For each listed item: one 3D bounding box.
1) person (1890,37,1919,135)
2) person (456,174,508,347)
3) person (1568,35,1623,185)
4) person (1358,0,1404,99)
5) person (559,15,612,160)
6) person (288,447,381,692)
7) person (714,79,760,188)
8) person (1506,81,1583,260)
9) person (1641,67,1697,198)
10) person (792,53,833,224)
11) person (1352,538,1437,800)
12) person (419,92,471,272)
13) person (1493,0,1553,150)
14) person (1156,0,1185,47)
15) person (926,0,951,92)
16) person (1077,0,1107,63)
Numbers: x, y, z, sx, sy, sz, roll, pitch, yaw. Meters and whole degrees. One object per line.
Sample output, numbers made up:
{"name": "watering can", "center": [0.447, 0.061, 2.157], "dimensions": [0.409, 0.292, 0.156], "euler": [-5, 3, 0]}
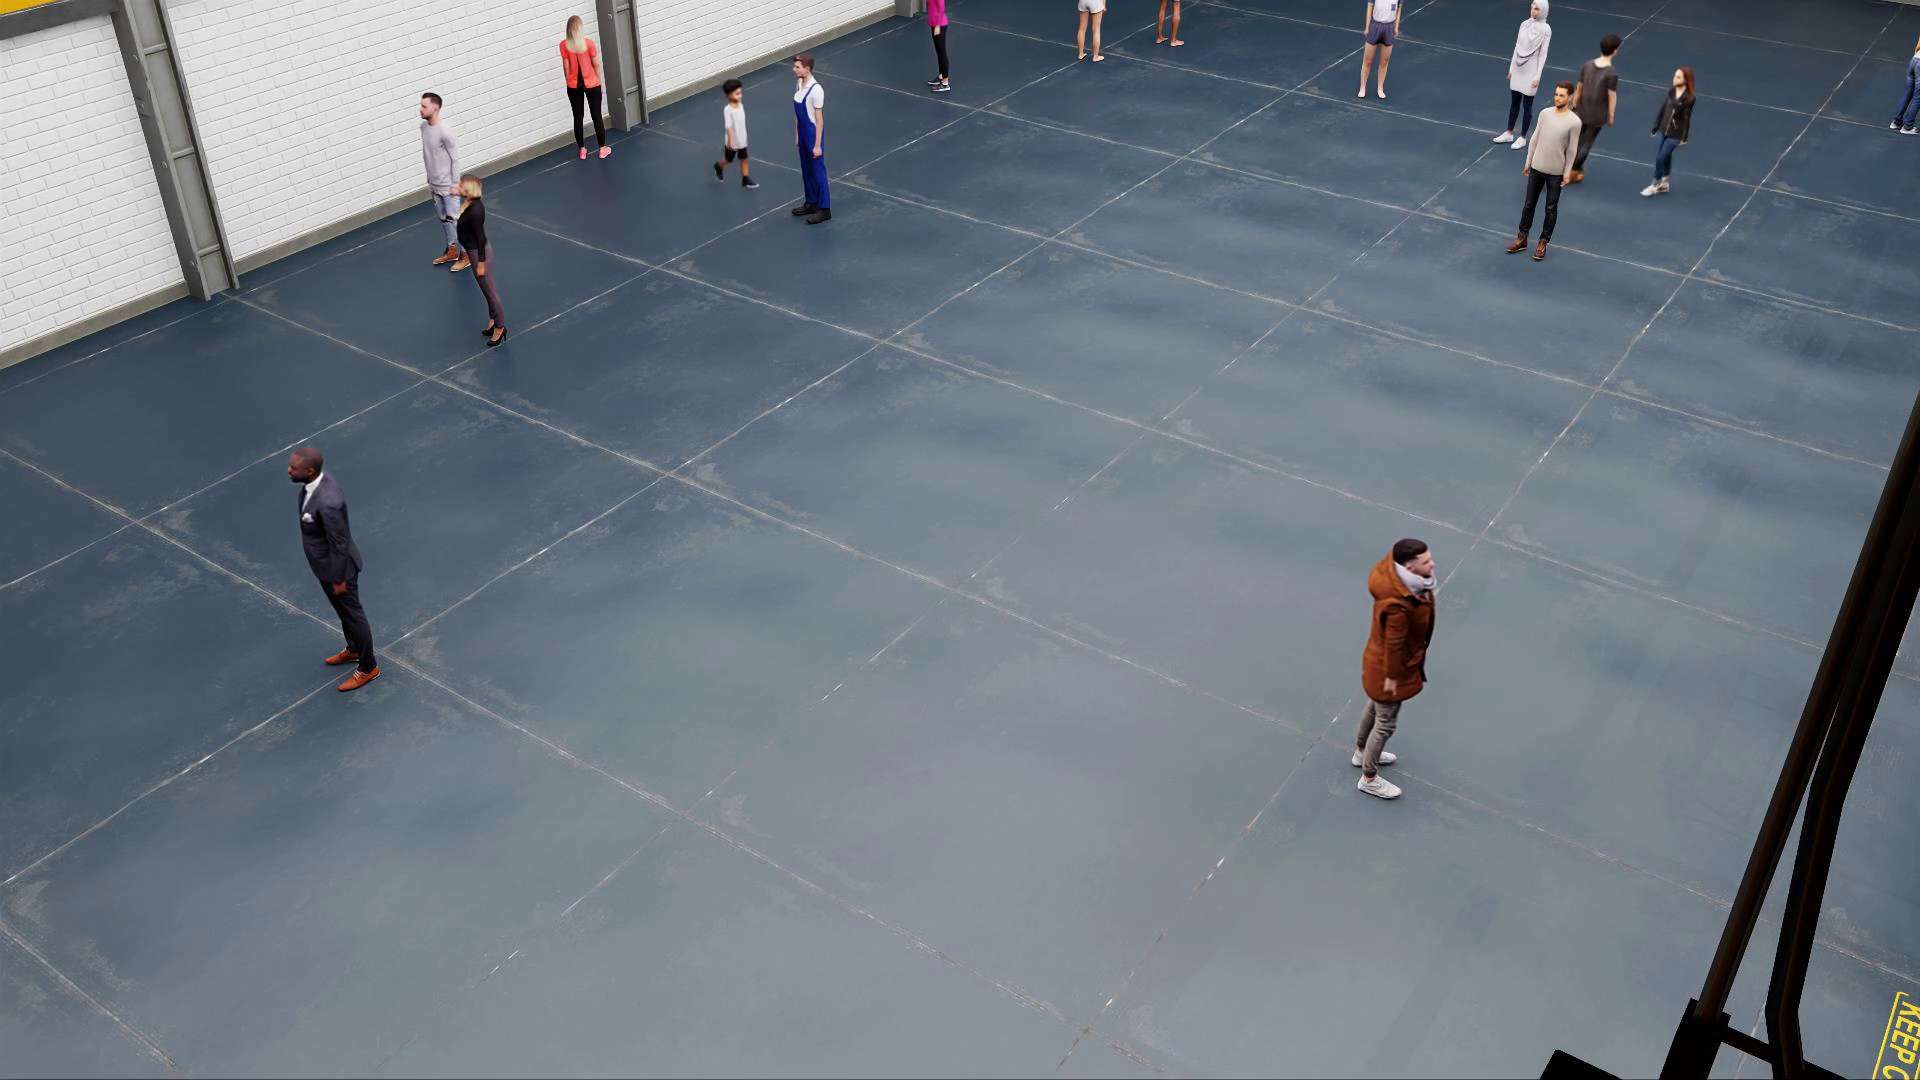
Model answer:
{"name": "person", "center": [11.888, -5.833, 20.540], "dimensions": [0.687, 1.562, 0.628], "euler": [-6, 34, -9]}
{"name": "person", "center": [-4.491, -2.644, 15.643], "dimensions": [0.697, 1.672, 0.674], "euler": [-12, 35, -17]}
{"name": "person", "center": [7.173, -4.894, 19.007], "dimensions": [0.815, 1.696, 0.748], "euler": [-21, 39, -28]}
{"name": "person", "center": [5.462, -6.590, 21.600], "dimensions": [0.673, 1.650, 0.684], "euler": [3, 34, 4]}
{"name": "person", "center": [-4.464, -5.371, 19.725], "dimensions": [0.676, 1.694, 0.707], "euler": [0, 34, -1]}
{"name": "person", "center": [-4.248, 0.159, 11.289], "dimensions": [0.759, 1.824, 0.782], "euler": [-18, 38, -25]}
{"name": "person", "center": [-2.618, -4.652, 19.051], "dimensions": [0.549, 1.244, 0.719], "euler": [21, 39, 29]}
{"name": "person", "center": [6.122, -3.861, 17.297], "dimensions": [0.668, 1.868, 0.588], "euler": [25, 41, 33]}
{"name": "person", "center": [8.103, -4.618, 18.797], "dimensions": [0.811, 1.469, 0.749], "euler": [-9, 35, -13]}
{"name": "person", "center": [-1.624, -4.389, 18.108], "dimensions": [0.691, 1.849, 0.708], "euler": [-20, 39, -28]}
{"name": "person", "center": [2.682, 0.766, 10.364], "dimensions": [0.882, 1.838, 0.782], "euler": [5, 34, 8]}
{"name": "person", "center": [-5.307, -3.696, 17.074], "dimensions": [0.691, 1.841, 0.575], "euler": [24, 41, 32]}
{"name": "person", "center": [6.829, -5.625, 20.034], "dimensions": [0.654, 1.775, 0.678], "euler": [-20, 38, -27]}
{"name": "person", "center": [2.990, -7.872, 23.453], "dimensions": [0.665, 1.733, 0.555], "euler": [27, 42, 34]}
{"name": "person", "center": [-0.269, -6.777, 21.838], "dimensions": [0.743, 1.698, 0.676], "euler": [-3, 34, -5]}
{"name": "person", "center": [1.801, -7.416, 22.881], "dimensions": [0.583, 1.606, 0.563], "euler": [18, 37, 24]}
